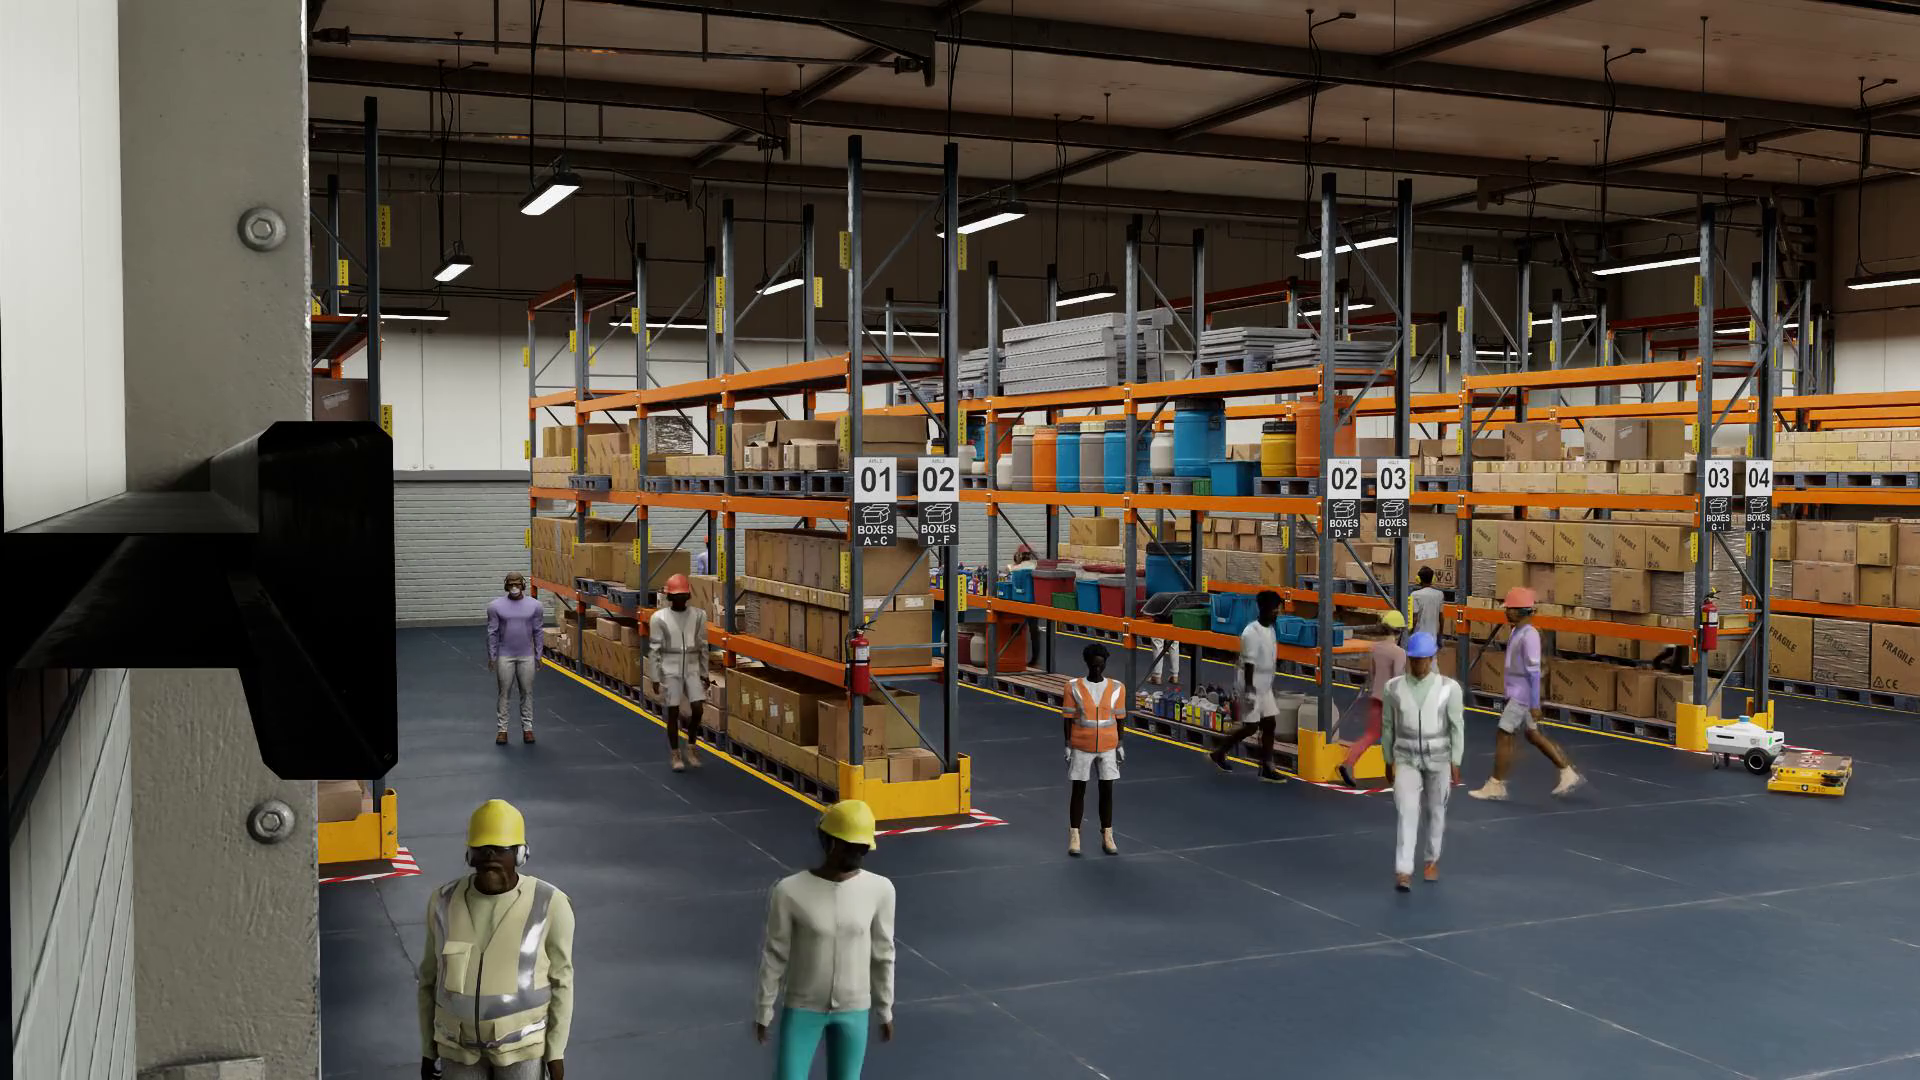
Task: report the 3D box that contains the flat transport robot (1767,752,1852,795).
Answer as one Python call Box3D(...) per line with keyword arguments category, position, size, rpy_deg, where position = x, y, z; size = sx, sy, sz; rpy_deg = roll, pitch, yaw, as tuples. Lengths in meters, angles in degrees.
Box3D(category="flat transport robot", position=(8.333, 2.273, 17.544), size=(0.652, 0.197, 1.431), rpy_deg=(1, 3, 29))

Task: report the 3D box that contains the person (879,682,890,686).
Box3D(category="person", position=(-0.971, 1.355, 20.804), size=(0.563, 1.839, 0.394), rpy_deg=(0, 2, -12))

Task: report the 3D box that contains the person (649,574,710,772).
Box3D(category="person", position=(-2.840, 1.361, 18.268), size=(0.638, 2.021, 0.608), rpy_deg=(-1, 2, -23))

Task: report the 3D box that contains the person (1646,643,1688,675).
Box3D(category="person", position=(10.115, 1.253, 25.536), size=(0.537, 1.682, 0.541), rpy_deg=(-1, 3, -29))

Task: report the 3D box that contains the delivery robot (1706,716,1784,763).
Box3D(category="delivery robot", position=(8.071, 2.053, 18.435), size=(0.477, 0.478, 0.707), rpy_deg=(-2, 3, -42))

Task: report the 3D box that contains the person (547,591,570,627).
Box3D(category="person", position=(-7.195, 1.029, 31.993), size=(0.424, 1.617, 0.522), rpy_deg=(1, 2, 22))

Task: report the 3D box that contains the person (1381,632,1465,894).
Box3D(category="person", position=(3.400, 1.624, 13.188), size=(0.610, 1.884, 1.020), rpy_deg=(1, 2, 19))

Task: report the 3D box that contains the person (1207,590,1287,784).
Box3D(category="person", position=(2.850, 1.433, 17.719), size=(0.749, 1.925, 0.611), rpy_deg=(2, 3, 38))

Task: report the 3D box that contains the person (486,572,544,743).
Box3D(category="person", position=(-5.037, 1.325, 20.300), size=(0.635, 1.938, 0.360), rpy_deg=(-1, 2, -18))

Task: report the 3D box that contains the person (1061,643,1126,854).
Box3D(category="person", position=(1.079, 1.670, 14.424), size=(0.532, 1.695, 0.319), rpy_deg=(0, 2, -6))

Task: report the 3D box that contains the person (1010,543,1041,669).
Box3D(category="person", position=(0.988, 1.024, 28.148), size=(0.636, 1.936, 1.012), rpy_deg=(-1, 2, -26))

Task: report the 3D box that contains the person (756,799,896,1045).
Box3D(category="person", position=(-0.544, 1.920, 7.348), size=(0.568, 1.736, 0.450), rpy_deg=(-1, 2, -17))

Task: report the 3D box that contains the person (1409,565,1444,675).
Box3D(category="person", position=(5.948, 1.262, 22.914), size=(0.539, 1.863, 0.313), rpy_deg=(-1, 2, -20))

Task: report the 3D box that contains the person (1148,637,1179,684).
Box3D(category="person", position=(2.941, 1.157, 25.928), size=(0.634, 1.841, 0.429), rpy_deg=(-1, 2, -20))

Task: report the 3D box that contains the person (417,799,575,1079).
Box3D(category="person", position=(-1.763, 1.894, 6.767), size=(0.589, 1.837, 0.404), rpy_deg=(0, 2, 2))

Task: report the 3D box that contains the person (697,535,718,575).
Box3D(category="person", position=(-4.557, 0.845, 32.871), size=(0.551, 1.932, 0.378), rpy_deg=(-1, 2, -19))

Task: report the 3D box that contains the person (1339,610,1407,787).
Box3D(category="person", position=(4.088, 1.541, 17.376), size=(0.845, 1.733, 0.532), rpy_deg=(-1, 2, -24))

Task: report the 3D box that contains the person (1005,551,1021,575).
Box3D(category="person", position=(1.078, 1.004, 32.633), size=(0.538, 1.619, 0.563), rpy_deg=(0, 2, -5))

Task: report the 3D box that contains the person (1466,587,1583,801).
Box3D(category="person", position=(5.318, 1.438, 16.742), size=(1.037, 2.008, 0.621), rpy_deg=(0, 2, 10))
